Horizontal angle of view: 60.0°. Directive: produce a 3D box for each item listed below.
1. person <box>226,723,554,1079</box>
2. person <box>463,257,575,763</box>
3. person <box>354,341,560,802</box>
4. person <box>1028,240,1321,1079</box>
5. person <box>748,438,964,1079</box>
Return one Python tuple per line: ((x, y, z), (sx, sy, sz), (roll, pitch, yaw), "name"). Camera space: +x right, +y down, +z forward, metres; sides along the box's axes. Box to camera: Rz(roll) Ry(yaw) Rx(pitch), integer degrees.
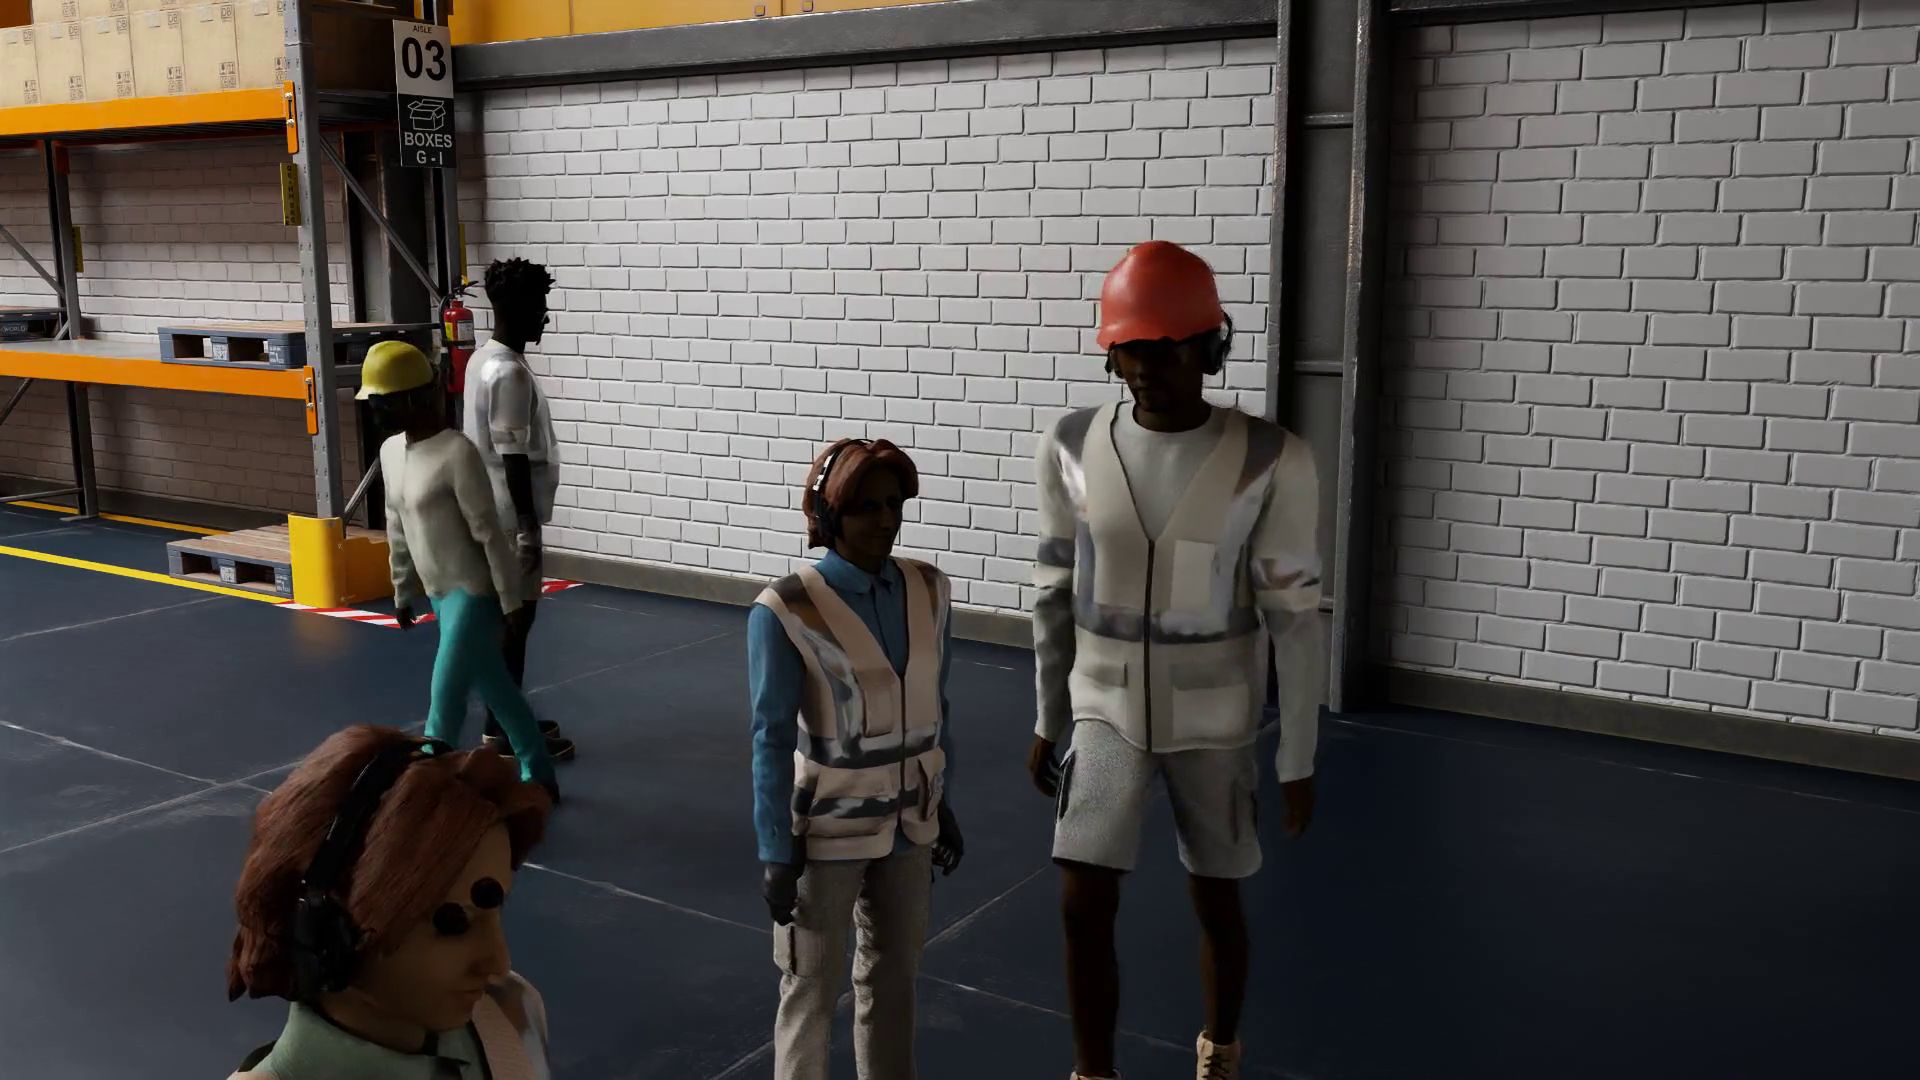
((-0.483, 0.957, 1.443), (0.312, 1.640, 0.512), (3, 11, 15), "person")
((-1.731, -0.112, 6.482), (0.372, 1.958, 0.604), (-5, 11, -25), "person")
((-1.732, 0.175, 5.614), (0.544, 1.691, 0.874), (10, 14, 44), "person")
((0.412, 0.404, 3.449), (0.631, 2.017, 0.772), (4, 11, 19), "person")
((-0.205, 0.606, 3.384), (0.522, 1.640, 0.306), (-10, 14, -44), "person")
